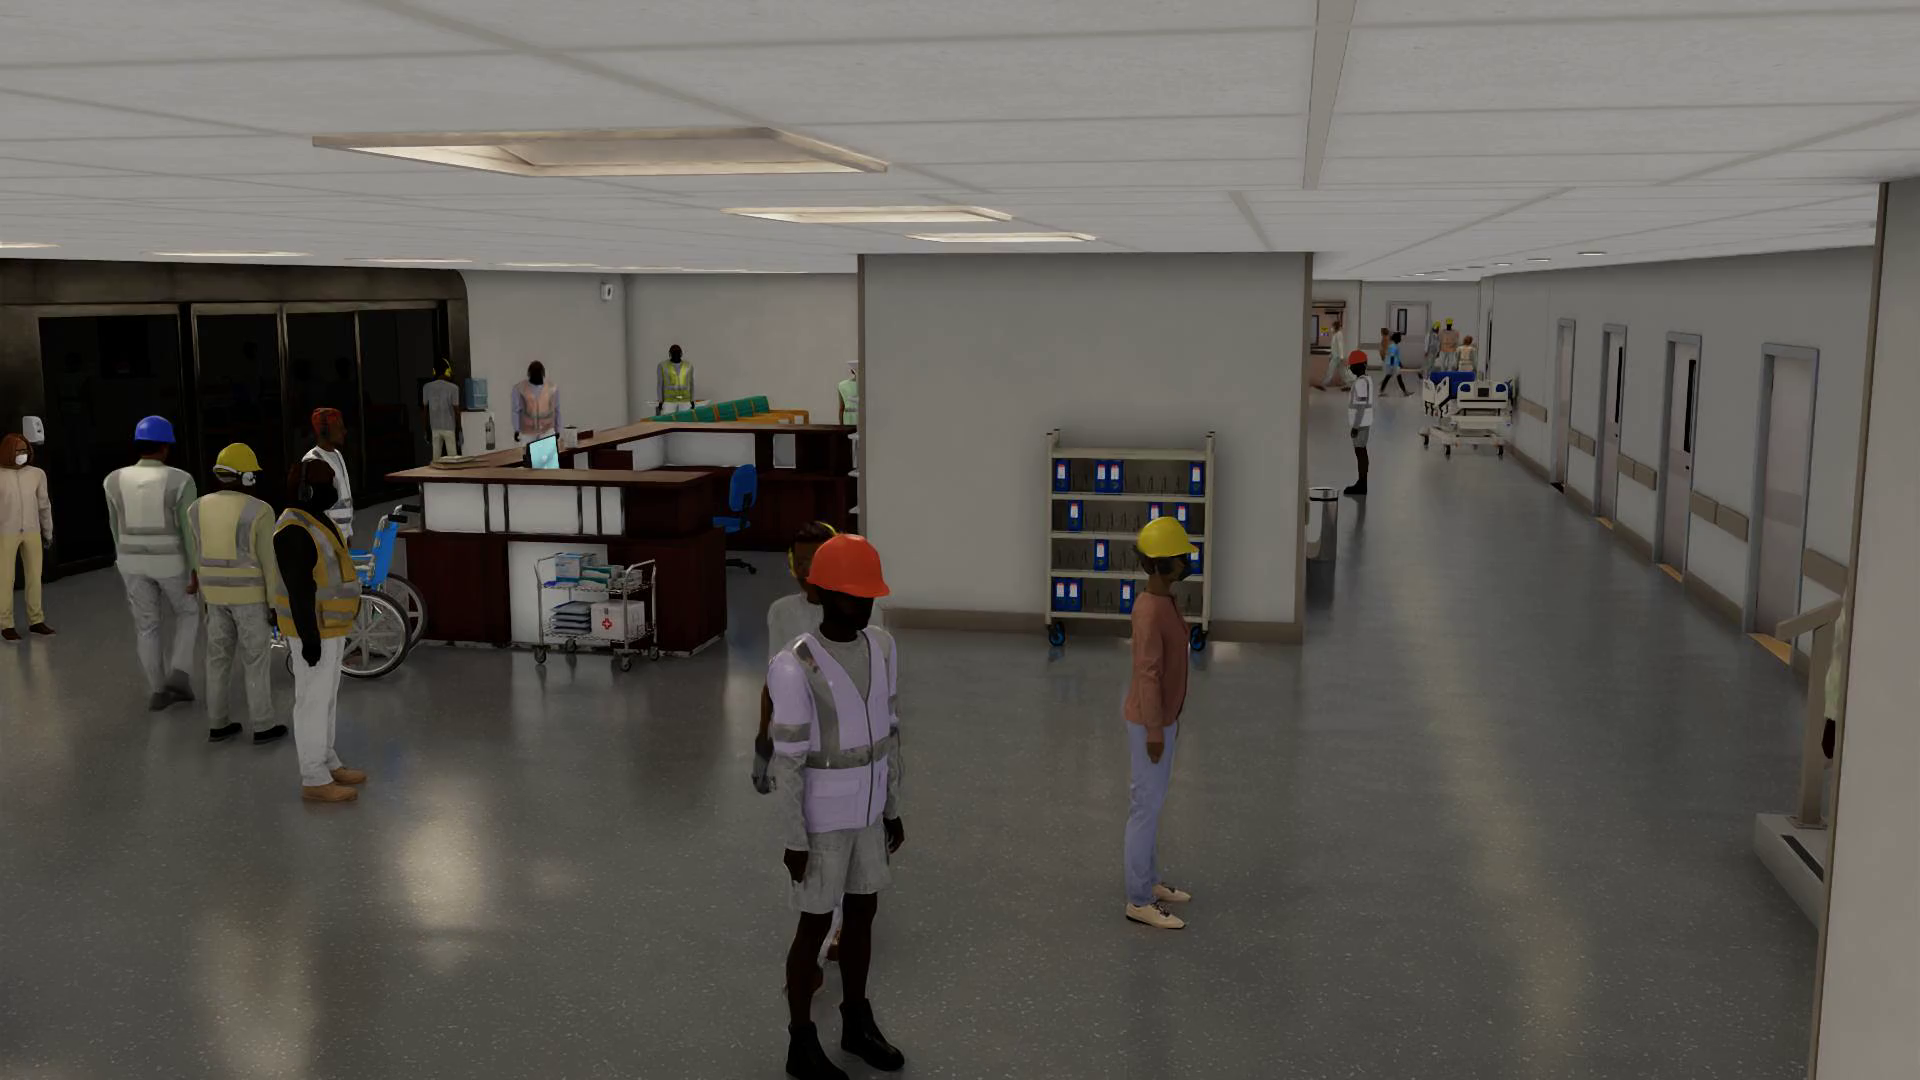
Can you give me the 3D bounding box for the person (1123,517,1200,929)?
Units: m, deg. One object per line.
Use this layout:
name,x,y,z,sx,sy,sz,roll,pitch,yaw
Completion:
person,0.869,0.778,7.224,0.305,1.772,0.525,2,9,13

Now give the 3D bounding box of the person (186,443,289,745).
person,-4.350,0.325,10.062,0.587,1.823,0.404,2,9,13

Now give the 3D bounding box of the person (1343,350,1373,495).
person,5.326,-1.570,22.262,0.373,1.932,0.542,3,9,21

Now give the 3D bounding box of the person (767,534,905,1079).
person,-0.394,0.930,5.707,0.389,1.929,0.539,7,11,40

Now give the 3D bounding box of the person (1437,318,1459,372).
person,14.227,-5.520,48.508,0.608,1.915,0.416,4,9,23

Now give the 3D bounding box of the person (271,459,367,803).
person,-3.444,0.479,8.966,0.429,1.844,0.626,-2,9,-10

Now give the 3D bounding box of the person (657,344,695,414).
person,-4.671,-2.300,27.406,0.633,1.841,0.429,-4,9,-22

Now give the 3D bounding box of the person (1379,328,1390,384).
person,12.302,-5.335,48.205,0.314,1.640,0.516,3,9,19

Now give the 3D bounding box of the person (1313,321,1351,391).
person,10.073,-4.923,44.672,1.060,1.882,0.650,1,9,7

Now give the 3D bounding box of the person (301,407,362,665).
person,-4.615,-0.032,12.206,0.342,1.883,0.586,-1,9,-4

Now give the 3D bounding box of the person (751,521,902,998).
person,-0.582,0.846,6.520,0.563,1.834,0.896,4,9,24

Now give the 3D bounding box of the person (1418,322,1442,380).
person,14.053,-5.625,49.671,0.627,1.782,0.534,-7,11,-40

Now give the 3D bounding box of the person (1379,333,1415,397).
person,11.143,-4.461,42.418,0.904,1.632,0.537,2,9,12

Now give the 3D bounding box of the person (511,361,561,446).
person,-5.523,-1.423,21.725,0.638,1.798,0.931,-3,9,-17

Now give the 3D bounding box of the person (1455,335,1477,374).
person,12.315,-4.169,40.523,0.534,1.625,0.452,7,11,37

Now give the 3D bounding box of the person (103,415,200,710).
person,-5.233,0.152,10.865,0.603,1.923,0.459,-1,9,-7

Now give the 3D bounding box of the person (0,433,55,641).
person,-7.387,-0.030,13.071,0.285,1.627,0.504,6,10,34

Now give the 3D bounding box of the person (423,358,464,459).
person,-6.627,-1.399,21.354,0.533,1.864,0.310,1,9,10
